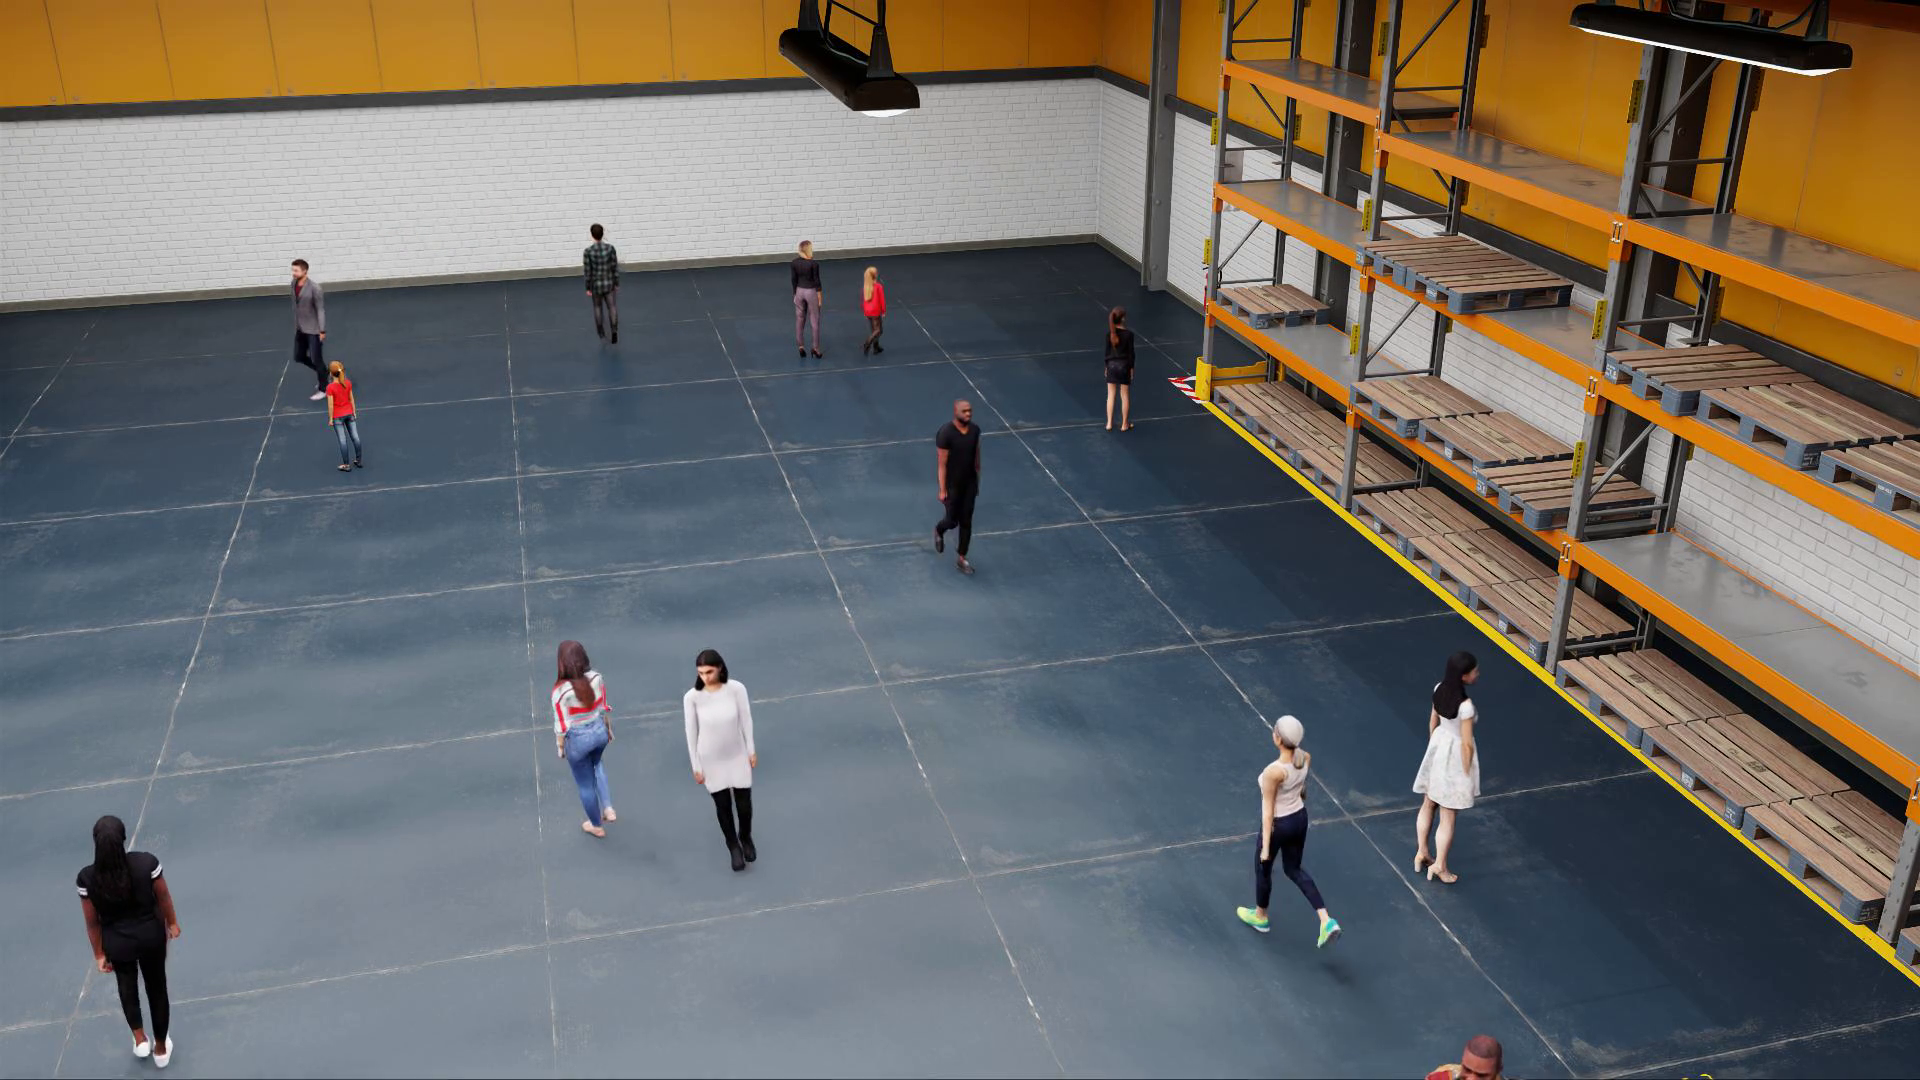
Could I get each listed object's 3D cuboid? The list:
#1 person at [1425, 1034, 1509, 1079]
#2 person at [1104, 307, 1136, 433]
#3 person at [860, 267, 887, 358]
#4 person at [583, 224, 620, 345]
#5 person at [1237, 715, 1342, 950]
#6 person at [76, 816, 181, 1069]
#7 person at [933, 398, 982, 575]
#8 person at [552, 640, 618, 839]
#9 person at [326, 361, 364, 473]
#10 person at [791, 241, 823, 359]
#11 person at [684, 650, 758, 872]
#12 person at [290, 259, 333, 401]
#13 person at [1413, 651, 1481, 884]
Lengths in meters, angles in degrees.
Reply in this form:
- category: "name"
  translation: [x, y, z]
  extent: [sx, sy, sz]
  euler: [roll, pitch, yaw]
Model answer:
- category: "person"
  translation: [2.513, 3.124, 8.203]
  extent: [0.832, 1.797, 0.886]
  euler: [12, 26, 26]
- category: "person"
  translation: [1.961, -2.115, 20.491]
  extent: [0.635, 1.554, 0.681]
  euler: [9, 25, 20]
- category: "person"
  translation: [-1.242, -3.170, 23.263]
  extent: [0.804, 1.266, 0.826]
  euler: [17, 29, 33]
- category: "person"
  translation: [-5.072, -3.628, 23.660]
  extent: [0.681, 1.690, 0.981]
  euler: [-7, 25, -16]
- category: "person"
  translation: [2.205, 1.971, 10.985]
  extent: [0.875, 1.680, 1.122]
  euler: [-18, 29, -35]
- category: "person"
  translation: [-4.899, 2.432, 9.887]
  extent: [0.638, 1.716, 0.661]
  euler: [-9, 25, -20]
- category: "person"
  translation: [-0.059, -0.571, 16.642]
  extent: [0.835, 1.808, 1.004]
  euler: [-14, 27, -29]
- category: "person"
  translation: [-2.692, 1.485, 12.192]
  extent: [0.771, 1.604, 0.734]
  euler: [21, 31, 39]
- category: "person"
  translation: [-7.137, -1.444, 19.259]
  extent: [0.621, 1.311, 0.571]
  euler: [19, 30, 37]
- category: "person"
  translation: [-2.133, -3.347, 23.170]
  extent: [0.680, 1.667, 0.711]
  euler: [9, 25, 19]
- category: "person"
  translation: [-1.688, 1.527, 11.867]
  extent: [0.652, 1.788, 0.611]
  euler: [-5, 24, -12]
- category: "person"
  translation: [-8.376, -2.751, 21.568]
  extent: [0.902, 1.857, 0.962]
  euler: [12, 26, 25]
- category: "person"
  translation: [3.447, 1.597, 11.726]
  extent: [0.719, 1.773, 0.587]
  euler: [-8, 25, -18]
